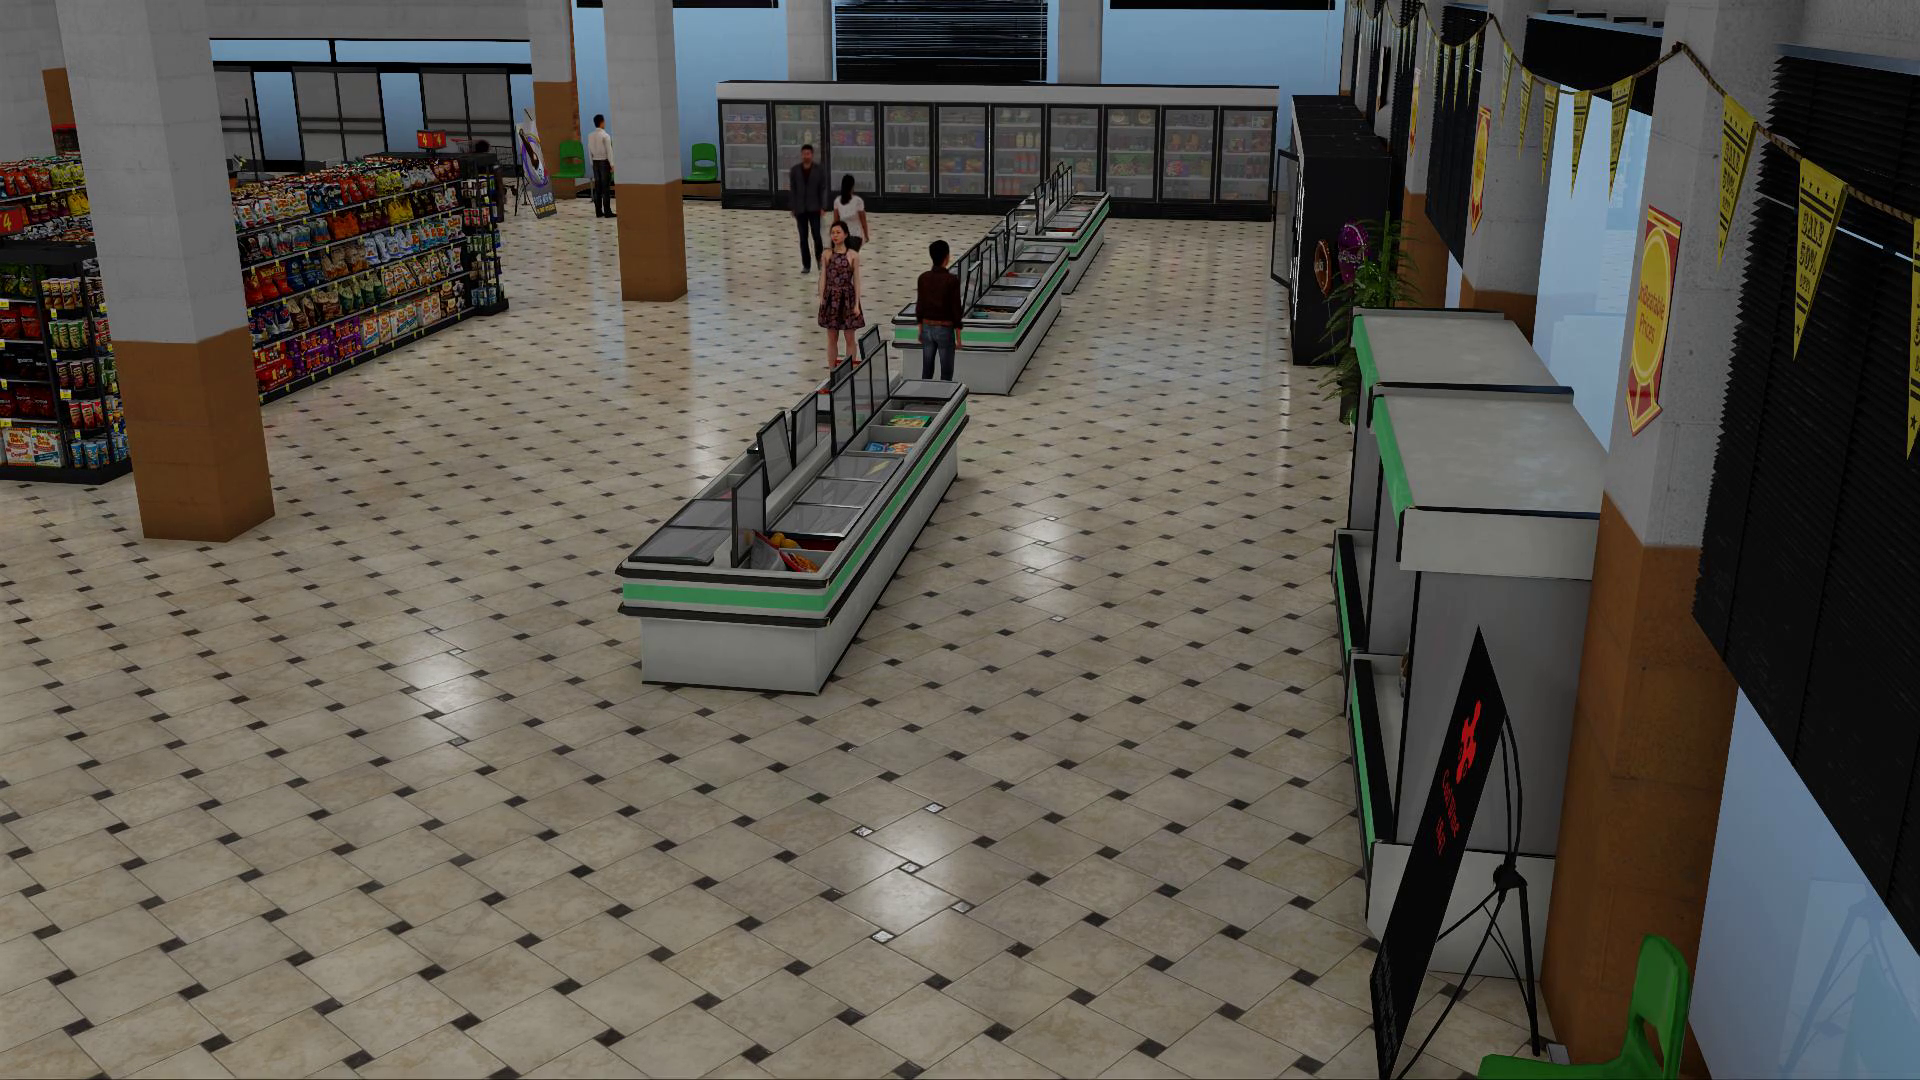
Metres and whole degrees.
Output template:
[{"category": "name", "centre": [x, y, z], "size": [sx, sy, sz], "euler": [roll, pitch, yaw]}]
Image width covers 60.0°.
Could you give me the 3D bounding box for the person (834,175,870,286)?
[{"category": "person", "centre": [-1.497, -4.035, 22.290], "size": [0.670, 1.610, 1.018], "euler": [7, 20, 19]}]

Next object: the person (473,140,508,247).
[{"category": "person", "centre": [-7.445, -5.391, 26.179], "size": [0.745, 1.695, 1.187], "euler": [7, 20, 19]}]

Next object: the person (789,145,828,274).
[{"category": "person", "centre": [-2.206, -4.822, 24.233], "size": [0.702, 1.860, 0.669], "euler": [2, 19, 6]}]

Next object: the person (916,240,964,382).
[{"category": "person", "centre": [-0.212, -1.969, 15.903], "size": [0.688, 1.776, 0.607], "euler": [8, 20, 24]}]

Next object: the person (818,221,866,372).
[{"category": "person", "centre": [-1.233, -2.413, 17.221], "size": [0.645, 1.774, 0.641], "euler": [3, 19, 9]}]

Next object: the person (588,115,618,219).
[{"category": "person", "centre": [-6.471, -6.748, 30.024], "size": [0.731, 1.809, 0.667], "euler": [11, 21, 28]}]
